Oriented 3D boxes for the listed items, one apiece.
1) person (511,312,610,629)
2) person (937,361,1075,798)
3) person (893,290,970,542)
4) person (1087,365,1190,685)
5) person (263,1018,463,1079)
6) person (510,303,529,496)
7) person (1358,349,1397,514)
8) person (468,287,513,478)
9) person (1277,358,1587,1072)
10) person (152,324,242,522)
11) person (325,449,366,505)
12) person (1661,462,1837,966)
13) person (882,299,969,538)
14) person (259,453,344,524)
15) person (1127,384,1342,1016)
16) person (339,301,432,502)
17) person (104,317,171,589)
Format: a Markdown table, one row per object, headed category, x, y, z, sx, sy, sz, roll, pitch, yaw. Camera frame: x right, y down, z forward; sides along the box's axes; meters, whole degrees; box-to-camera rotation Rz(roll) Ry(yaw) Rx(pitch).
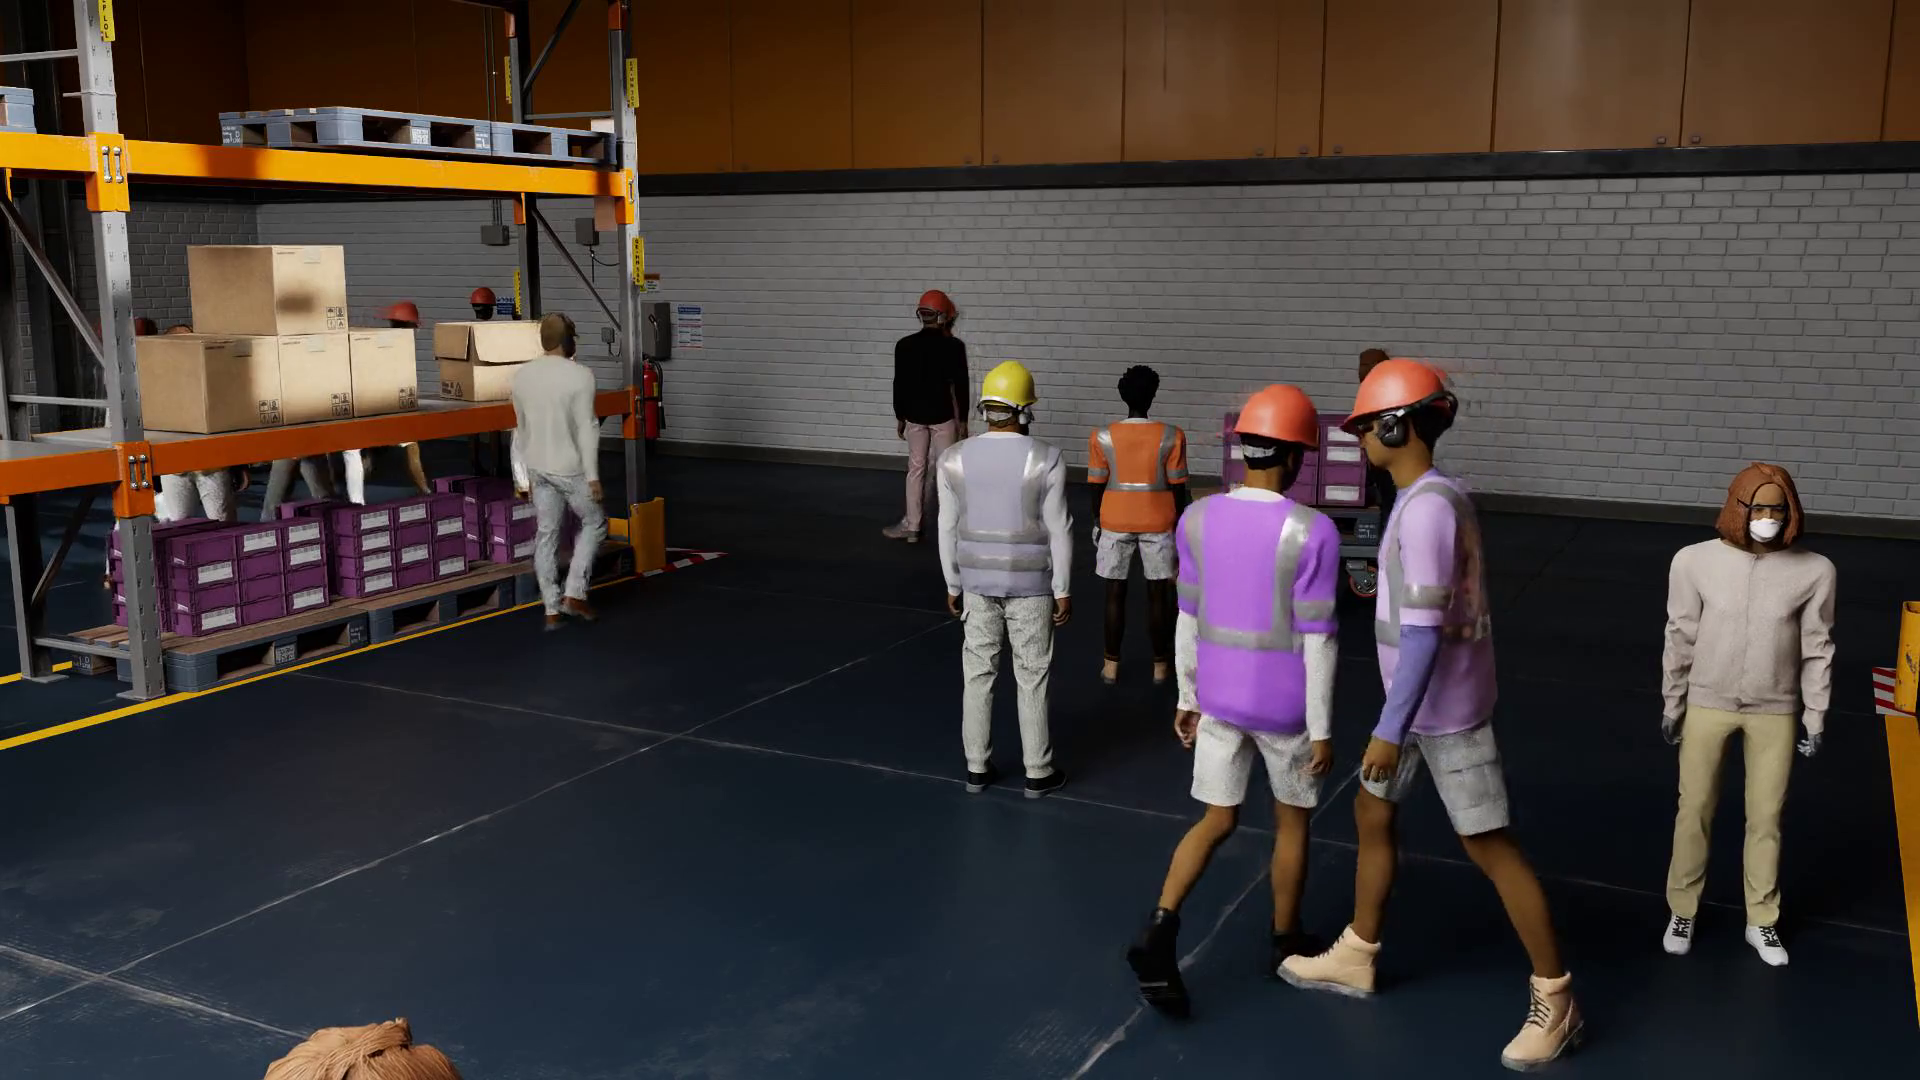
| category | x | y | z | sx | sy | sz | roll | pitch | yaw |
| --- | --- | --- | --- | --- | --- | --- | --- | --- | --- |
| person | -2.402 | -0.416 | 10.114 | 0.660 | 1.923 | 0.473 | 5 | 11 | 26 |
| person | 0.206 | 0.170 | 6.990 | 0.586 | 1.835 | 0.403 | 4 | 10 | 21 |
| person | -0.214 | -0.965 | 13.097 | 0.623 | 1.992 | 0.396 | 4 | 10 | 20 |
| person | 0.938 | -0.071 | 8.782 | 0.535 | 1.697 | 0.318 | 1 | 10 | 8 |
| person | -0.509 | 1.217 | 1.504 | 0.498 | 1.634 | 0.279 | 5 | 11 | 26 |
| person | -4.058 | -1.328 | 15.639 | 0.429 | 1.844 | 0.626 | 2 | 10 | 11 |
| person | 2.940 | -0.583 | 12.076 | 0.863 | 1.583 | 0.507 | 3 | 10 | 17 |
| person | -4.786 | -1.577 | 16.805 | 0.553 | 1.934 | 0.364 | 3 | 10 | 18 |
| person | 1.424 | 0.478 | 4.822 | 0.891 | 1.993 | 0.638 | 2 | 10 | 10 |
| person | -4.917 | -0.467 | 10.686 | 0.625 | 1.836 | 0.429 | -1 | 10 | -4 |
| person | -5.378 | -1.122 | 14.389 | 0.651 | 1.886 | 0.872 | -5 | 11 | -28 |
| person | 2.519 | 0.558 | 5.351 | 0.500 | 1.628 | 0.278 | 4 | 10 | 20 |
| person | -0.060 | -0.966 | 13.274 | 1.034 | 1.949 | 0.624 | 1 | 10 | 5 |
| person | -4.731 | -0.645 | 11.859 | 0.586 | 1.787 | 0.934 | 8 | 13 | 39 |
| person | 0.852 | 0.484 | 5.005 | 0.547 | 1.900 | 0.834 | 8 | 13 | 39 |
| person | -5.034 | -1.161 | 14.608 | 1.047 | 1.879 | 0.548 | -1 | 10 | -4 |
| person | -5.550 | -0.617 | 11.526 | 0.613 | 1.834 | 0.986 | 8 | 13 | 38 |
